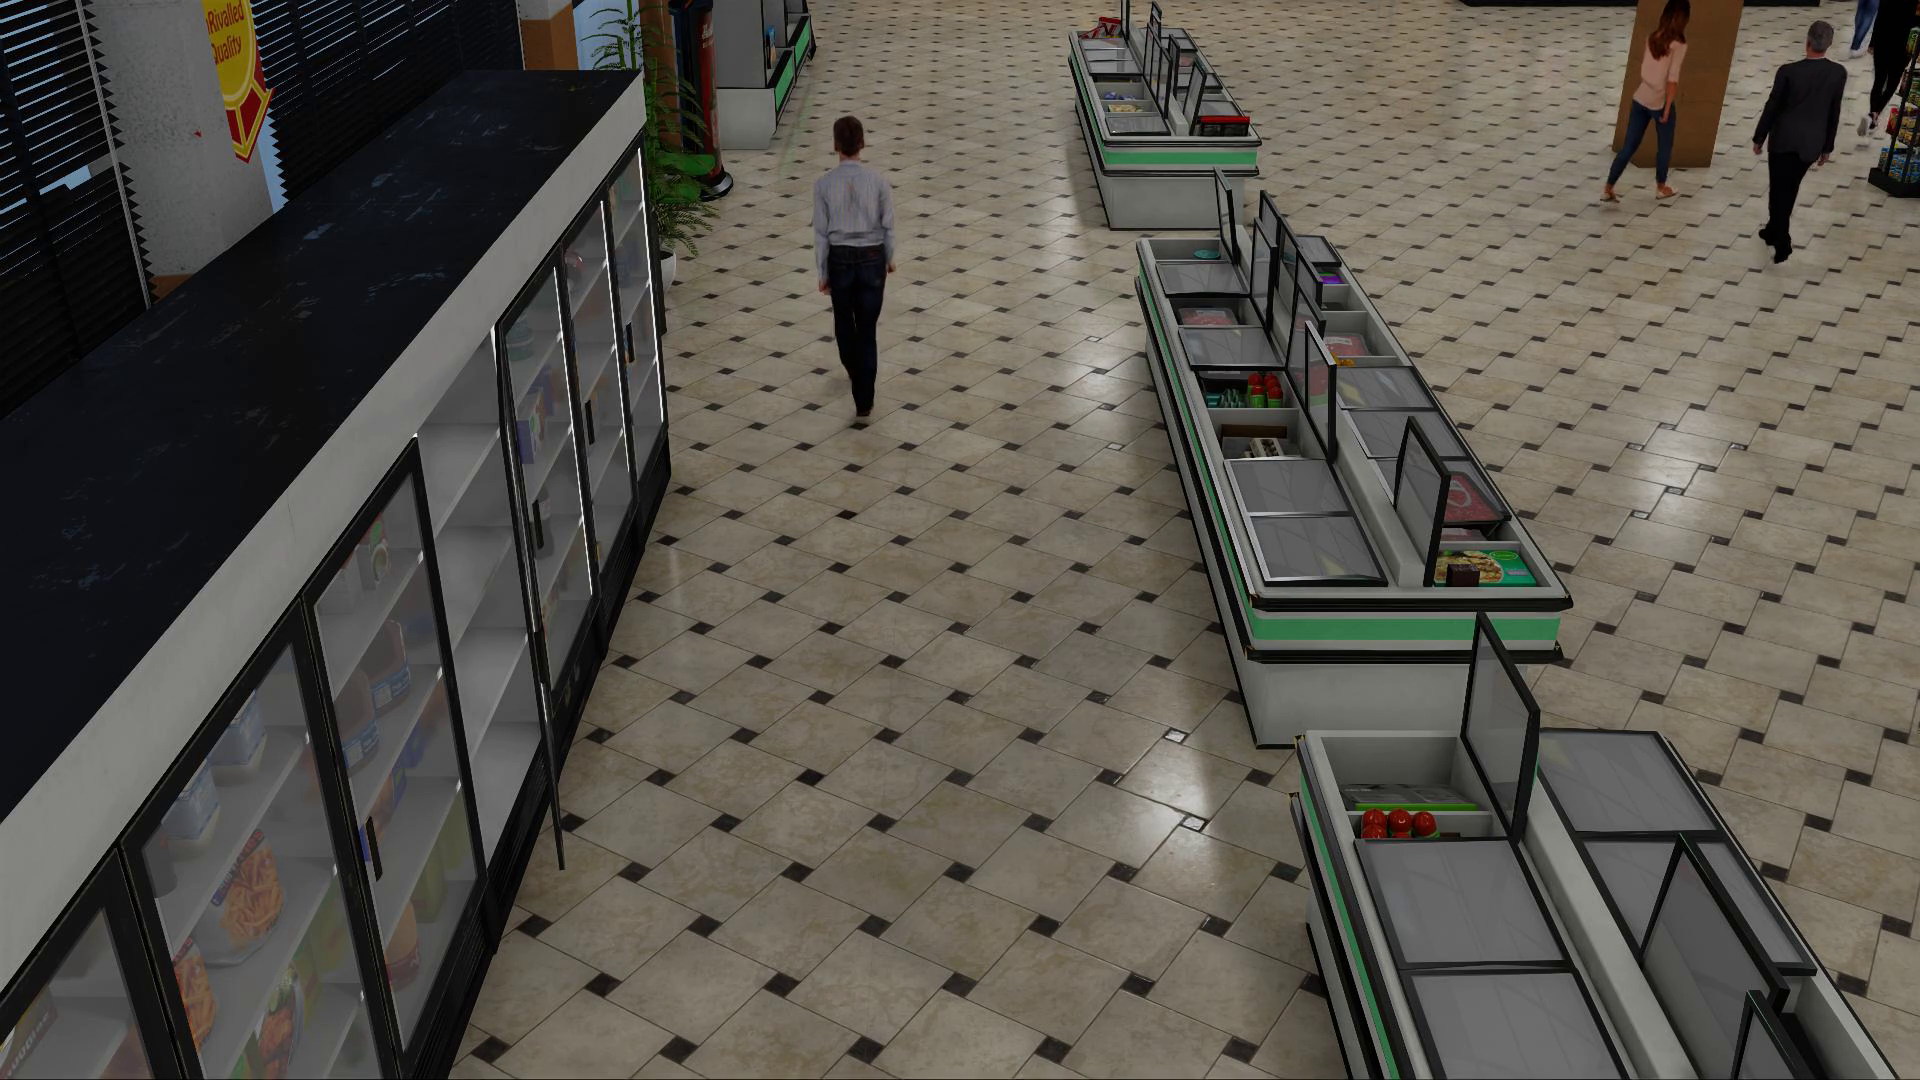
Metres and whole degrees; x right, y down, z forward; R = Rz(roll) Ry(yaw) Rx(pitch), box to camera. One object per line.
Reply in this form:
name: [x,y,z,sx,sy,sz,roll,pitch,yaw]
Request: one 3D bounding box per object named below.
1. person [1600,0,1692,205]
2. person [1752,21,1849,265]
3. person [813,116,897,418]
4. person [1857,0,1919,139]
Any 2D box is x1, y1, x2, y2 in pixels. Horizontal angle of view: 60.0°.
person: [5.889,-3.724,14.305,1.049,1.749,1.150,-14,30,-26]
person: [6.509,-3.043,12.913,0.878,1.794,1.290,4,27,8]
person: [-0.630,-1.629,10.149,0.656,1.772,1.153,0,27,1]
person: [9.222,-4.837,16.475,1.091,1.772,1.185,21,34,35]
